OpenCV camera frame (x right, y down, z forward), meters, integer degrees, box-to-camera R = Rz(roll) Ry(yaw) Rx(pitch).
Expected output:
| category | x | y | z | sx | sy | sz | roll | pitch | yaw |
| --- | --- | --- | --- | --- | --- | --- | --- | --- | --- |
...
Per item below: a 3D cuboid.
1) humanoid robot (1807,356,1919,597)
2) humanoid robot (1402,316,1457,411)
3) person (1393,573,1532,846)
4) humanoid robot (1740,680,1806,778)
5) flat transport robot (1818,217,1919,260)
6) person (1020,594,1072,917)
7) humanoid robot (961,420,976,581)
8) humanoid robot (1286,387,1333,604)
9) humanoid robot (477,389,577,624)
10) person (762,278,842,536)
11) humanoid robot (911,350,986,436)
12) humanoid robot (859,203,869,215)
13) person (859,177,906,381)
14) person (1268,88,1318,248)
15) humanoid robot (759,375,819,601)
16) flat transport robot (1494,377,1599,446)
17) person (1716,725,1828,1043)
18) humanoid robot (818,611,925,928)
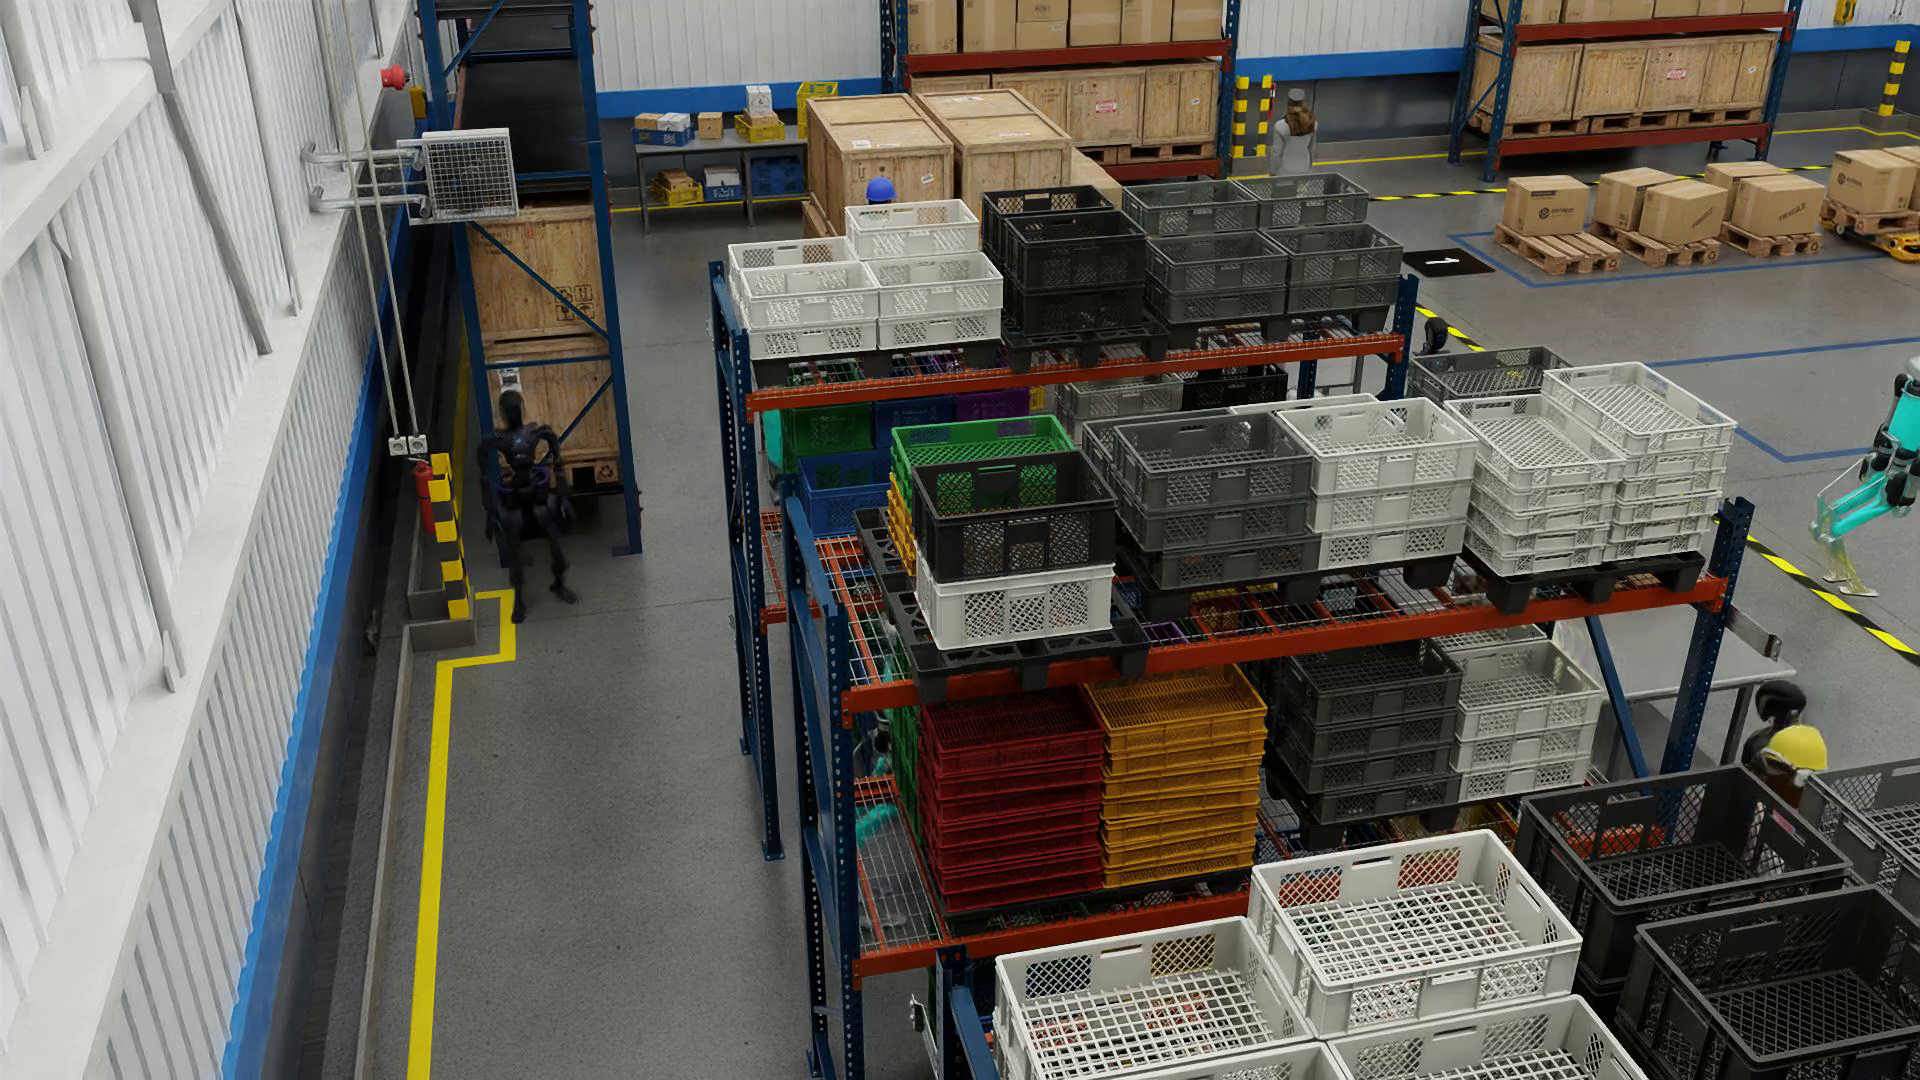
| category | x | y | z | sx | sy | sz | roll | pitch | yaw |
| --- | --- | --- | --- | --- | --- | --- | --- | --- | --- |
| humanoid robot | 6.054 | -0.420 | 11.123 | 0.735 | 1.677 | 0.533 | -1 | 28 | -3 |
| humanoid robot | 3.366 | -0.840 | 12.114 | 0.599 | 1.657 | 0.315 | -6 | 28 | -11 |
| person | 2.656 | 0.948 | 8.634 | 0.991 | 1.767 | 0.697 | 19 | 33 | 31 |
| humanoid robot | 3.837 | 1.387 | 7.944 | 0.663 | 1.632 | 0.589 | 22 | 35 | 35 |
| flat transport robot | 10.333 | -3.449 | 18.561 | 0.652 | 0.197 | 1.431 | -6 | 28 | -12 |
| person | 0.466 | 1.039 | 8.344 | 0.355 | 1.882 | 0.575 | -4 | 28 | -8 |
| humanoid robot | -0.003 | -0.029 | 10.572 | 0.315 | 1.659 | 0.599 | 1 | 28 | 2 |
| humanoid robot | 2.271 | -0.069 | 10.633 | 0.661 | 1.829 | 0.551 | 22 | 35 | 36 |
| humanoid robot | -2.879 | -0.259 | 11.021 | 0.592 | 1.639 | 0.384 | -13 | 30 | -23 |
| person | -1.141 | -0.970 | 11.986 | 0.604 | 2.044 | 0.373 | 5 | 28 | 10 |
| humanoid robot | -0.107 | -0.347 | 11.068 | 0.531 | 1.724 | 0.769 | 4 | 28 | 8 |
| humanoid robot | -0.842 | -2.145 | 14.605 | 0.415 | 1.644 | 0.602 | -1 | 28 | -2 |
| person | -0.679 | -2.161 | 14.346 | 0.603 | 1.948 | 0.381 | 21 | 35 | 35 |
| person | 3.584 | -3.991 | 18.009 | 0.573 | 1.767 | 0.394 | -13 | 31 | -24 |
| humanoid robot | -0.964 | -0.347 | 11.078 | 0.679 | 1.752 | 0.543 | -14 | 31 | -25 |
| flat transport robot | 4.780 | -1.036 | 14.013 | 0.659 | 0.231 | 1.431 | -6 | 28 | -12 |
| person | 3.471 | 1.642 | 7.305 | 0.618 | 1.778 | 0.452 | -19 | 33 | -32 |
| humanoid robot | -0.463 | 1.150 | 8.245 | 0.723 | 1.740 | 0.531 | -9 | 29 | -16 |
